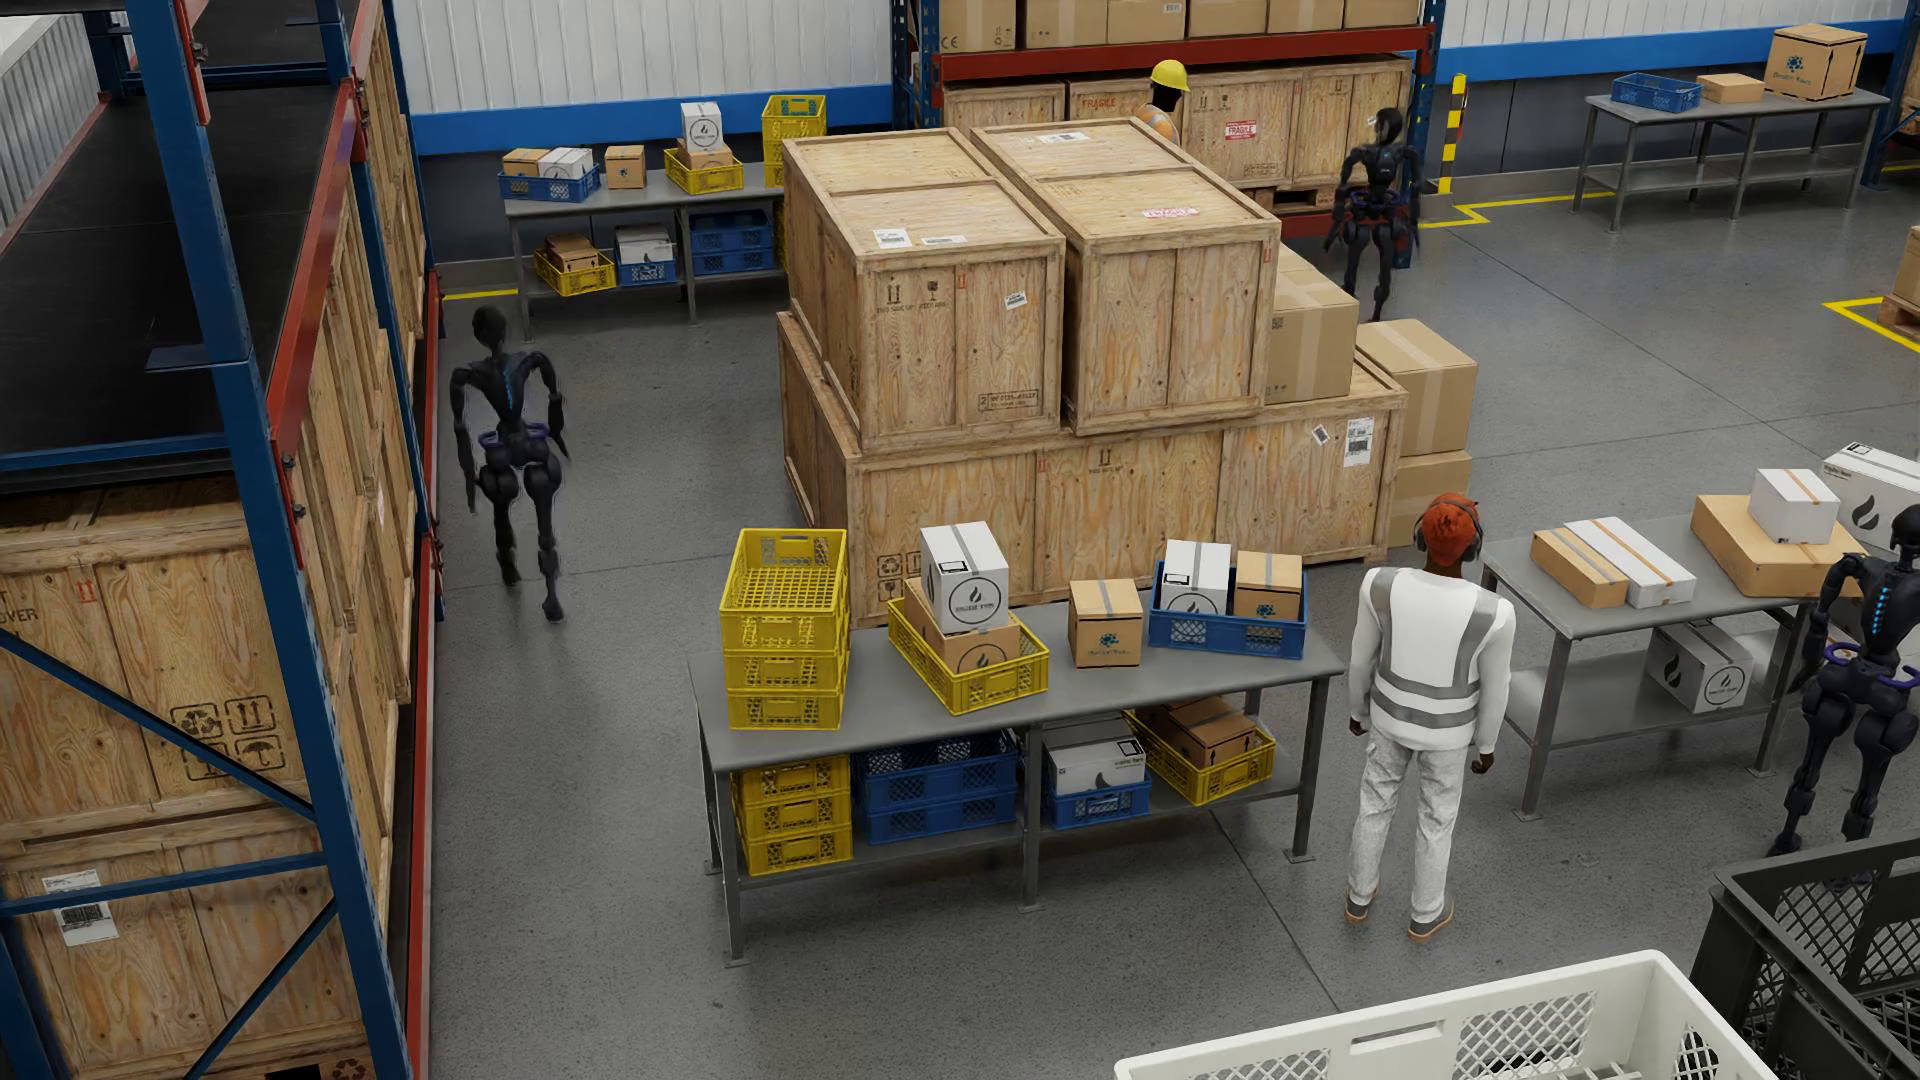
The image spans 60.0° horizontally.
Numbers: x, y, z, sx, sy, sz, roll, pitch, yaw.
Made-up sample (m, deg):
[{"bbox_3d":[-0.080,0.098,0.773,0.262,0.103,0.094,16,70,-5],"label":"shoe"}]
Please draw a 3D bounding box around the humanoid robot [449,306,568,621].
[{"bbox_3d":[-2.258,-0.418,8.463,0.563,1.626,0.748,-10,30,-18],"label":"humanoid robot"}]

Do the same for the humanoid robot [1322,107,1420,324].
[{"bbox_3d":[2.909,-2.245,11.737,0.676,1.641,0.364,-1,29,-2],"label":"humanoid robot"}]

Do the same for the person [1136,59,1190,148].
[{"bbox_3d":[1.403,-2.443,11.842,0.375,1.917,0.584,-5,29,-10],"label":"person"}]

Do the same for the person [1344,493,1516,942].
[{"bbox_3d":[1.724,0.682,6.205,0.573,1.884,0.356,15,32,24],"label":"person"}]

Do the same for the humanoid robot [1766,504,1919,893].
[{"bbox_3d":[3.565,0.607,6.540,0.332,1.657,0.599,-22,36,-34],"label":"humanoid robot"}]
